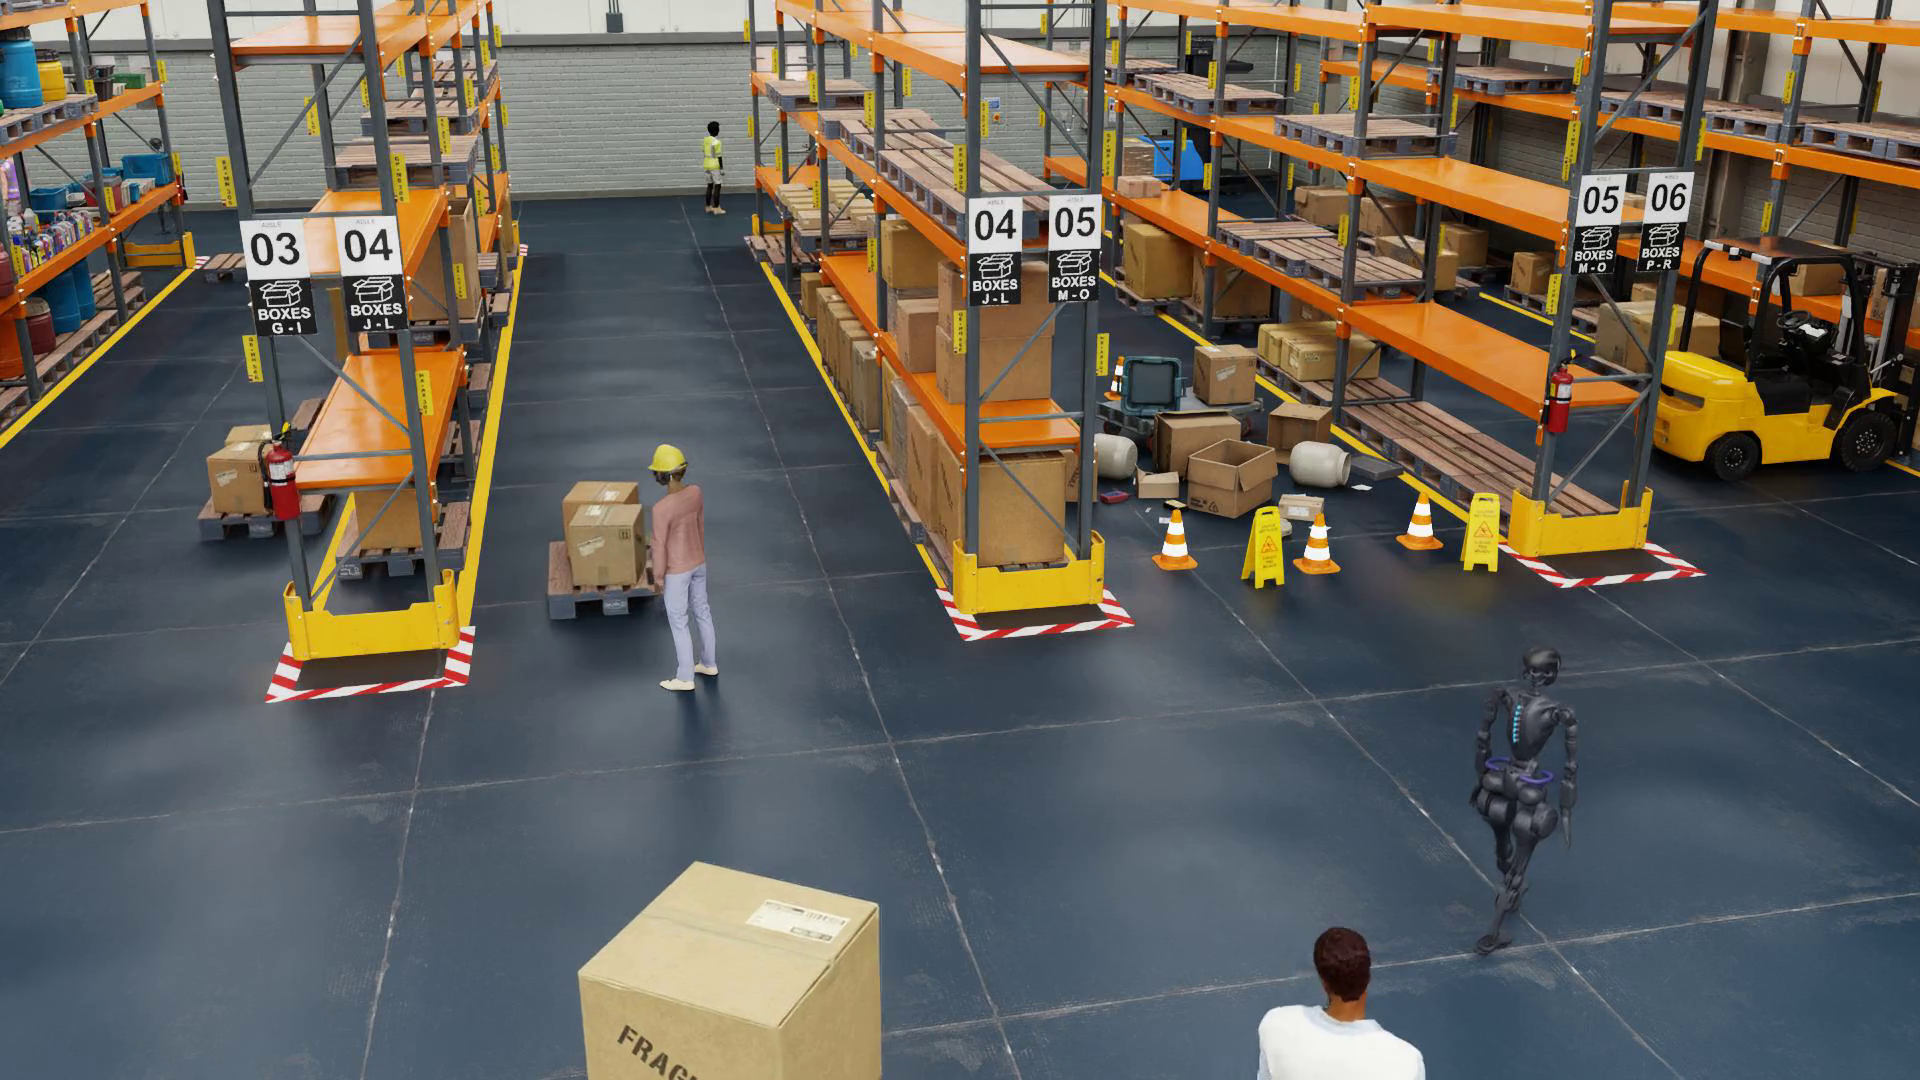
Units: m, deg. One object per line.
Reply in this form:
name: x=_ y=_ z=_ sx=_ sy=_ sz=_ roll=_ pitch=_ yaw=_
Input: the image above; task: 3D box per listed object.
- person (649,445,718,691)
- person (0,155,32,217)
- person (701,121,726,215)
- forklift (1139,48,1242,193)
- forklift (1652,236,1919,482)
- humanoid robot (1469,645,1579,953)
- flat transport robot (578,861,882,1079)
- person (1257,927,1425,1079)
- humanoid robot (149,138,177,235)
person: x=-1.959 y=0.188 z=11.563 sx=0.341 sy=1.760 sz=0.521 roll=11 pitch=23 yaw=26
person: x=-15.369 y=-5.565 z=27.152 sx=0.348 sy=1.688 sz=0.491 roll=11 pitch=23 yaw=28
person: x=-4.526 y=-6.836 z=30.573 sx=0.319 sy=1.687 sz=0.538 roll=-19 pitch=28 yaw=-41
forklift: x=4.566 y=-8.313 z=32.860 sx=1.873 sy=2.768 sz=1.129 roll=-4 pitch=21 yaw=-12
forklift: x=8.013 y=-1.814 z=16.330 sx=2.313 sy=2.155 sz=1.214 roll=-4 pitch=21 yaw=-12
humanoid robot: x=2.963 y=1.316 z=8.670 sx=0.741 sy=1.625 sz=0.609 roll=-17 pitch=26 yaw=-38
flat transport robot: x=-0.881 y=2.668 z=7.018 sx=1.431 sy=0.231 sz=0.659 roll=-17 pitch=26 yaw=-39
person: x=1.385 y=2.205 z=5.966 sx=0.622 sy=1.874 sz=0.890 roll=12 pitch=24 yaw=29
humanoid robot: x=-13.693 y=-6.075 z=28.553 sx=0.489 sy=1.641 sz=0.585 roll=1 pitch=20 yaw=3
